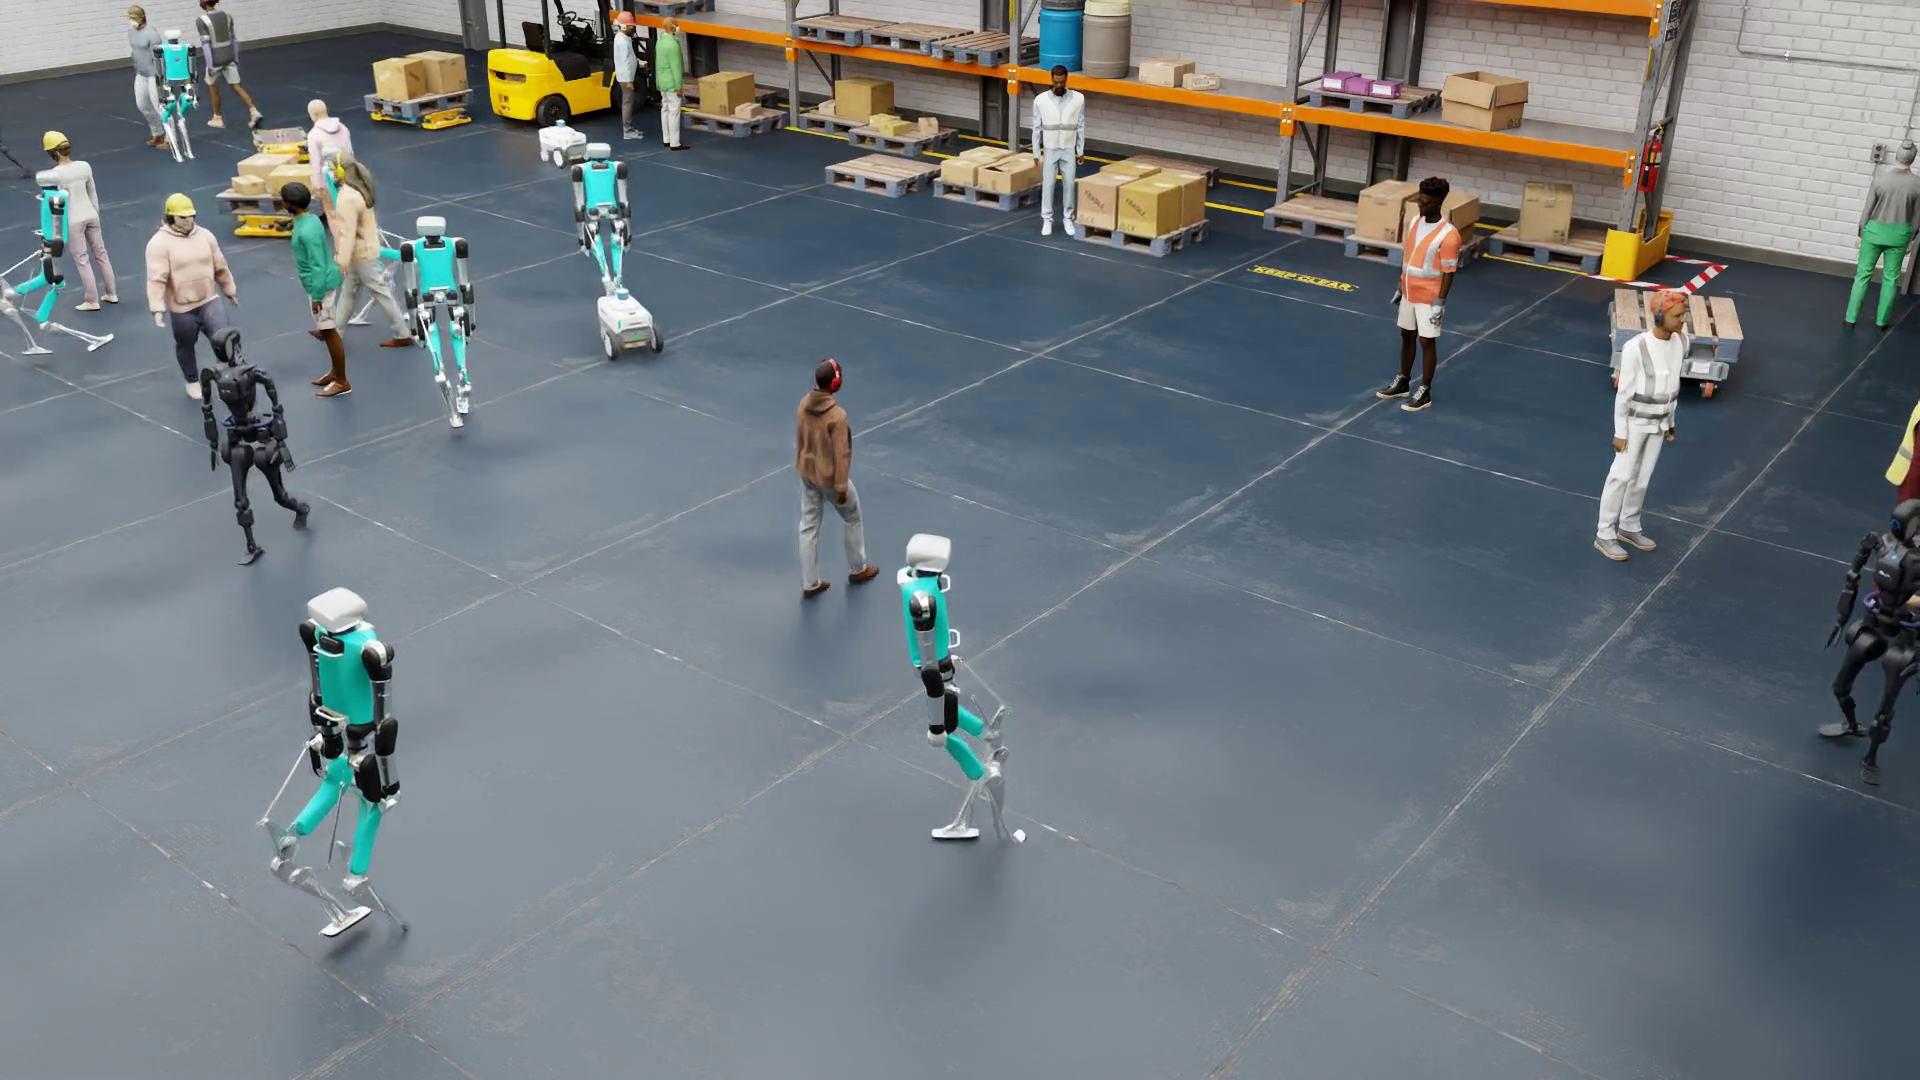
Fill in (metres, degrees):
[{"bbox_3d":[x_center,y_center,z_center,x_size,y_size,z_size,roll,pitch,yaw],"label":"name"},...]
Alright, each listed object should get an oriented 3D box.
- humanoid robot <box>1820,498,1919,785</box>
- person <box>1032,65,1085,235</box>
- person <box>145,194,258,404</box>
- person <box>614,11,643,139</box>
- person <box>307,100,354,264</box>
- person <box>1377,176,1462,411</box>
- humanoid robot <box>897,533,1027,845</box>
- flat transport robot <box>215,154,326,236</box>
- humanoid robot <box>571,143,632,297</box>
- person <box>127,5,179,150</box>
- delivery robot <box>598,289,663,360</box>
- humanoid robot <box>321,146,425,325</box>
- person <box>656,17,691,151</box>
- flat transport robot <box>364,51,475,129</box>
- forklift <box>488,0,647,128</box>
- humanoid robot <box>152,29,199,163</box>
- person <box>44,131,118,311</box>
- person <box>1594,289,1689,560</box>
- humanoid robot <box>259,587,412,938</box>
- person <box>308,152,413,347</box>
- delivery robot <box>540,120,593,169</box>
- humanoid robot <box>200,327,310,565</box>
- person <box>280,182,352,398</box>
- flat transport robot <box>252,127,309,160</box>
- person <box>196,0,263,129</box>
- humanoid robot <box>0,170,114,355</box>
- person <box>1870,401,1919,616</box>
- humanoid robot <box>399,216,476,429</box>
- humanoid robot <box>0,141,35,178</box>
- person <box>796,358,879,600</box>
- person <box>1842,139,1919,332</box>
[{"bbox_3d":[5.000,0.505,8.917,0.477,1.645,0.612,-13,29,-24],"label":"humanoid robot"},{"bbox_3d":[1.112,-4.416,18.837,0.598,1.909,0.400,-3,26,-5],"label":"person"},{"bbox_3d":[-6.385,-1.983,13.899,0.801,1.813,0.974,-23,34,-39],"label":"person"},{"bbox_3d":[-4.672,-6.545,23.432,0.352,1.742,0.572,-6,26,-12],"label":"person"},{"bbox_3d":[-6.624,-3.788,17.697,0.455,1.758,0.574,18,31,32],"label":"person"},{"bbox_3d":[3.852,-2.059,13.886,0.367,1.966,0.604,-11,28,-22],"label":"person"},{"bbox_3d":[0.090,0.839,8.270,0.783,1.890,0.545,-1,26,-2],"label":"humanoid robot"},{"bbox_3d":[-7.860,-3.825,19.493,0.659,0.231,1.431,2,26,4],"label":"flat transport robot"},{"bbox_3d":[-3.331,-2.853,15.785,0.549,1.731,1.022,-11,28,-21],"label":"humanoid robot"},{"bbox_3d":[-11.104,-6.344,22.813,0.643,1.920,0.396,15,30,28],"label":"person"},{"bbox_3d":[-3.096,-2.013,15.419,0.499,0.601,0.796,-12,28,-24],"label":"delivery robot"},{"bbox_3d":[-5.511,-2.900,15.927,0.962,1.758,0.577,-6,26,-12],"label":"humanoid robot"},{"bbox_3d":[-3.944,-6.237,22.764,0.391,1.778,0.529,-16,30,-30],"label":"person"},{"bbox_3d":[-7.972,-6.292,24.600,1.431,0.231,0.659,16,30,30],"label":"flat transport robot"},{"bbox_3d":[-5.874,-7.334,24.552,1.214,2.155,2.313,19,32,34],"label":"forklift"},{"bbox_3d":[-10.453,-5.931,22.157,0.567,1.753,0.855,-19,32,-35],"label":"humanoid robot"},{"bbox_3d":[-8.673,-3.129,16.337,0.323,1.761,0.523,10,27,20],"label":"person"},{"bbox_3d":[4.673,-0.785,11.341,0.578,1.884,0.353,-14,29,-27],"label":"person"},{"bbox_3d":[-2.880,1.144,7.543,0.542,1.808,0.770,16,30,29],"label":"humanoid robot"},{"bbox_3d":[-5.584,-2.621,15.207,0.961,1.825,0.586,-4,26,-9],"label":"person"},{"bbox_3d":[-5.278,-5.275,22.188,0.499,0.614,0.812,-23,34,-39],"label":"delivery robot"},{"bbox_3d":[-4.856,-0.707,11.446,0.614,1.641,0.694,3,26,5],"label":"humanoid robot"},{"bbox_3d":[-5.465,-2.138,14.184,0.401,1.847,0.492,-10,27,-19],"label":"person"},{"bbox_3d":[-9.273,-5.407,22.769,0.659,0.231,1.431,-12,28,-23],"label":"flat transport robot"},{"bbox_3d":[-10.576,-6.914,23.903,0.968,2.009,0.618,13,29,25],"label":"person"},{"bbox_3d":[-8.257,-2.397,14.844,0.998,1.716,0.538,-16,30,-29],"label":"humanoid robot"},{"bbox_3d":[6.098,-0.343,10.562,0.393,1.766,0.480,18,31,33],"label":"person"},{"bbox_3d":[-4.132,-1.680,13.369,0.544,1.760,0.943,-10,27,-20],"label":"humanoid robot"},{"bbox_3d":[-12.337,-5.352,21.094,0.772,1.636,0.599,-13,29,-25],"label":"humanoid robot"},{"bbox_3d":[-0.822,-0.428,10.897,0.455,1.623,0.711,18,31,32],"label":"person"},{"bbox_3d":[8.771,-2.885,15.740,0.517,1.839,0.337,11,28,22],"label":"person"}]
